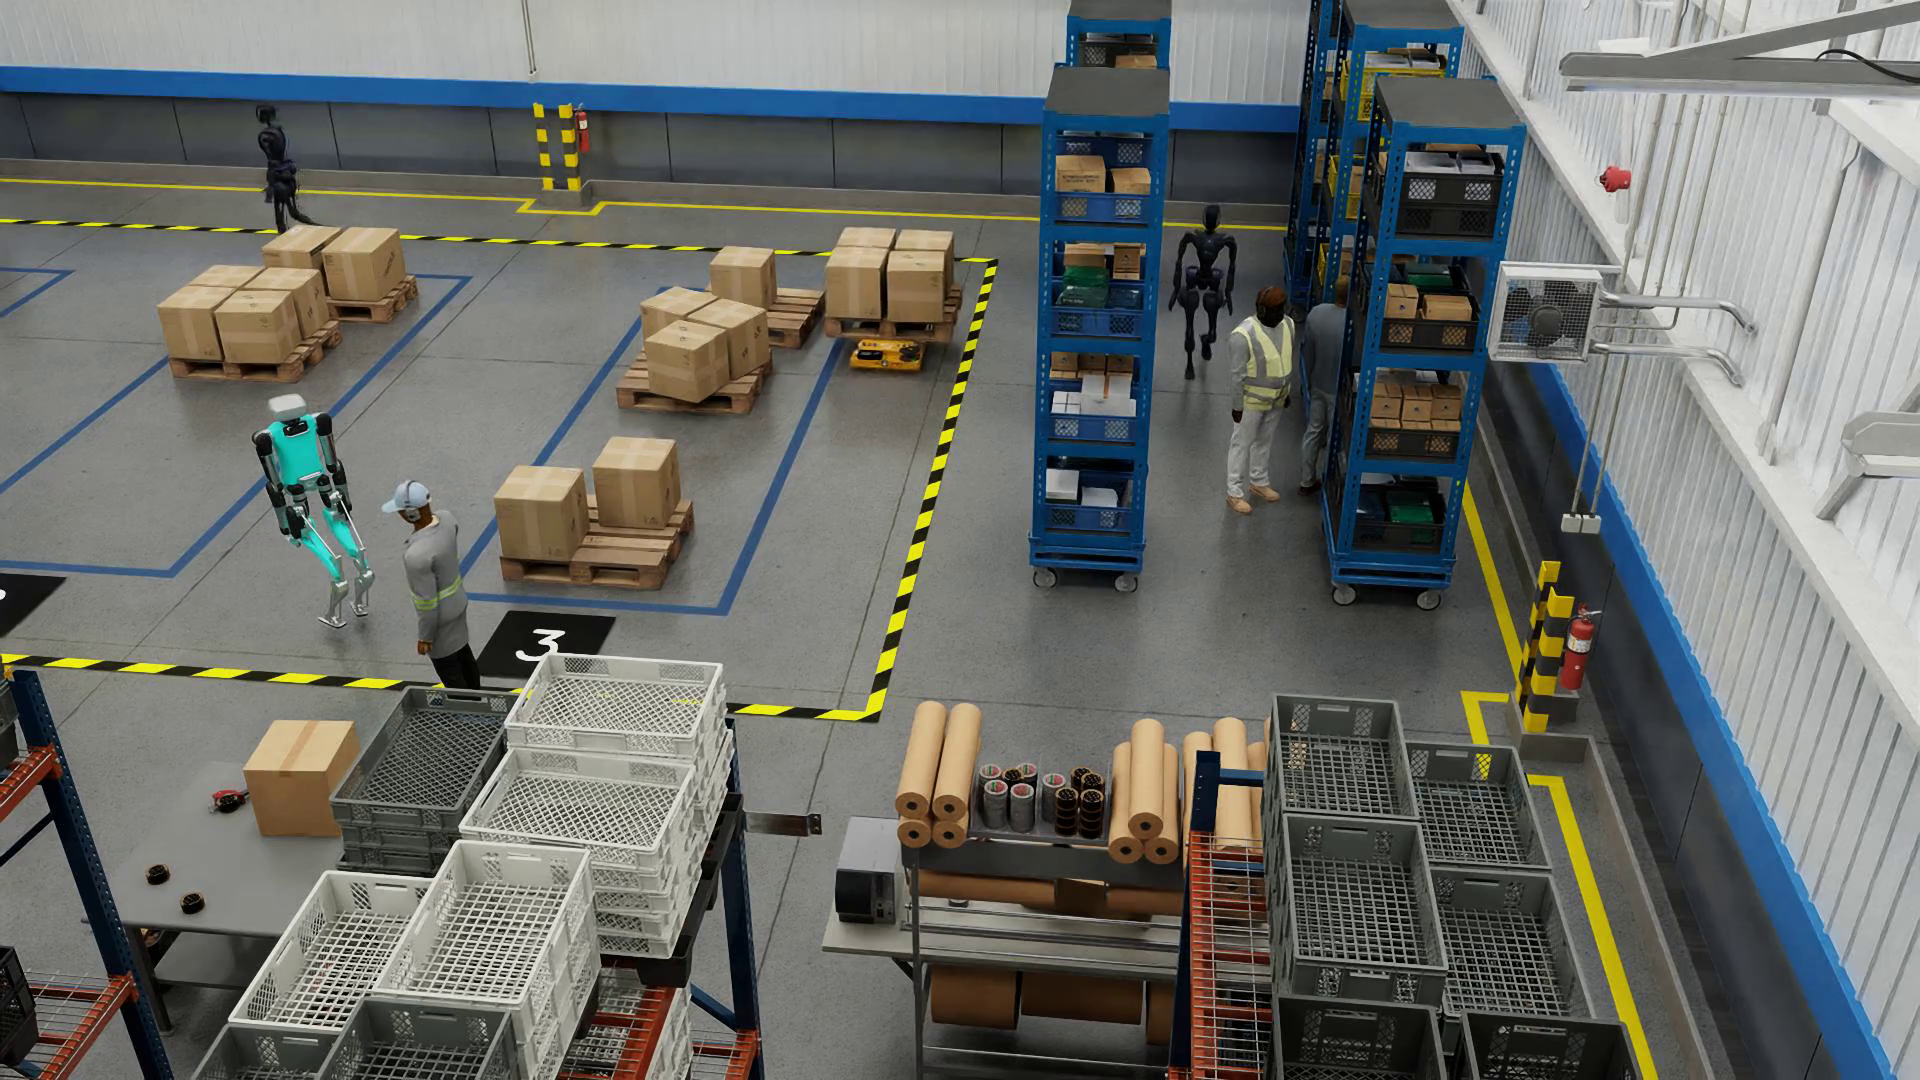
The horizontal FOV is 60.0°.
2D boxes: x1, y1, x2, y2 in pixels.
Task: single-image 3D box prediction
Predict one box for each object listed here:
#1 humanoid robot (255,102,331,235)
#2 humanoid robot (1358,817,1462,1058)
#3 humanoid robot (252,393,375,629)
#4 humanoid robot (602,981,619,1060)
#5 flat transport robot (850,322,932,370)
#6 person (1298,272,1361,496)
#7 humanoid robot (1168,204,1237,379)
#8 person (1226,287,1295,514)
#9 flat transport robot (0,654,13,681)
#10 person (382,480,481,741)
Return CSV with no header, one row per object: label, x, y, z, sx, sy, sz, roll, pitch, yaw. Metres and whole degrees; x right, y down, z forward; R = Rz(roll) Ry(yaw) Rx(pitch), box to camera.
humanoid robot,-7.284,-3.910,18.001,0.593,1.643,0.594,-3,30,-4
humanoid robot,2.171,1.959,7.941,0.596,1.629,0.744,11,32,19
humanoid robot,-4.314,-0.139,11.319,0.533,1.677,0.735,-26,39,-37
humanoid robot,-1.880,2.156,7.502,0.997,1.734,0.576,-12,32,-20
flat transport robot,-0.627,-2.044,16.157,0.652,0.197,1.431,3,30,6
person,2.939,-1.178,13.038,0.370,1.940,0.627,-19,35,-29
humanoid robot,2.218,-2.322,15.256,0.589,1.642,0.505,3,30,5
person,2.362,-1.108,13.014,0.622,1.844,0.429,-20,36,-31
flat transport robot,-7.142,0.969,11.010,1.431,0.231,0.659,3,30,6
person,-3.258,0.446,10.336,0.388,1.850,0.587,2,30,3
